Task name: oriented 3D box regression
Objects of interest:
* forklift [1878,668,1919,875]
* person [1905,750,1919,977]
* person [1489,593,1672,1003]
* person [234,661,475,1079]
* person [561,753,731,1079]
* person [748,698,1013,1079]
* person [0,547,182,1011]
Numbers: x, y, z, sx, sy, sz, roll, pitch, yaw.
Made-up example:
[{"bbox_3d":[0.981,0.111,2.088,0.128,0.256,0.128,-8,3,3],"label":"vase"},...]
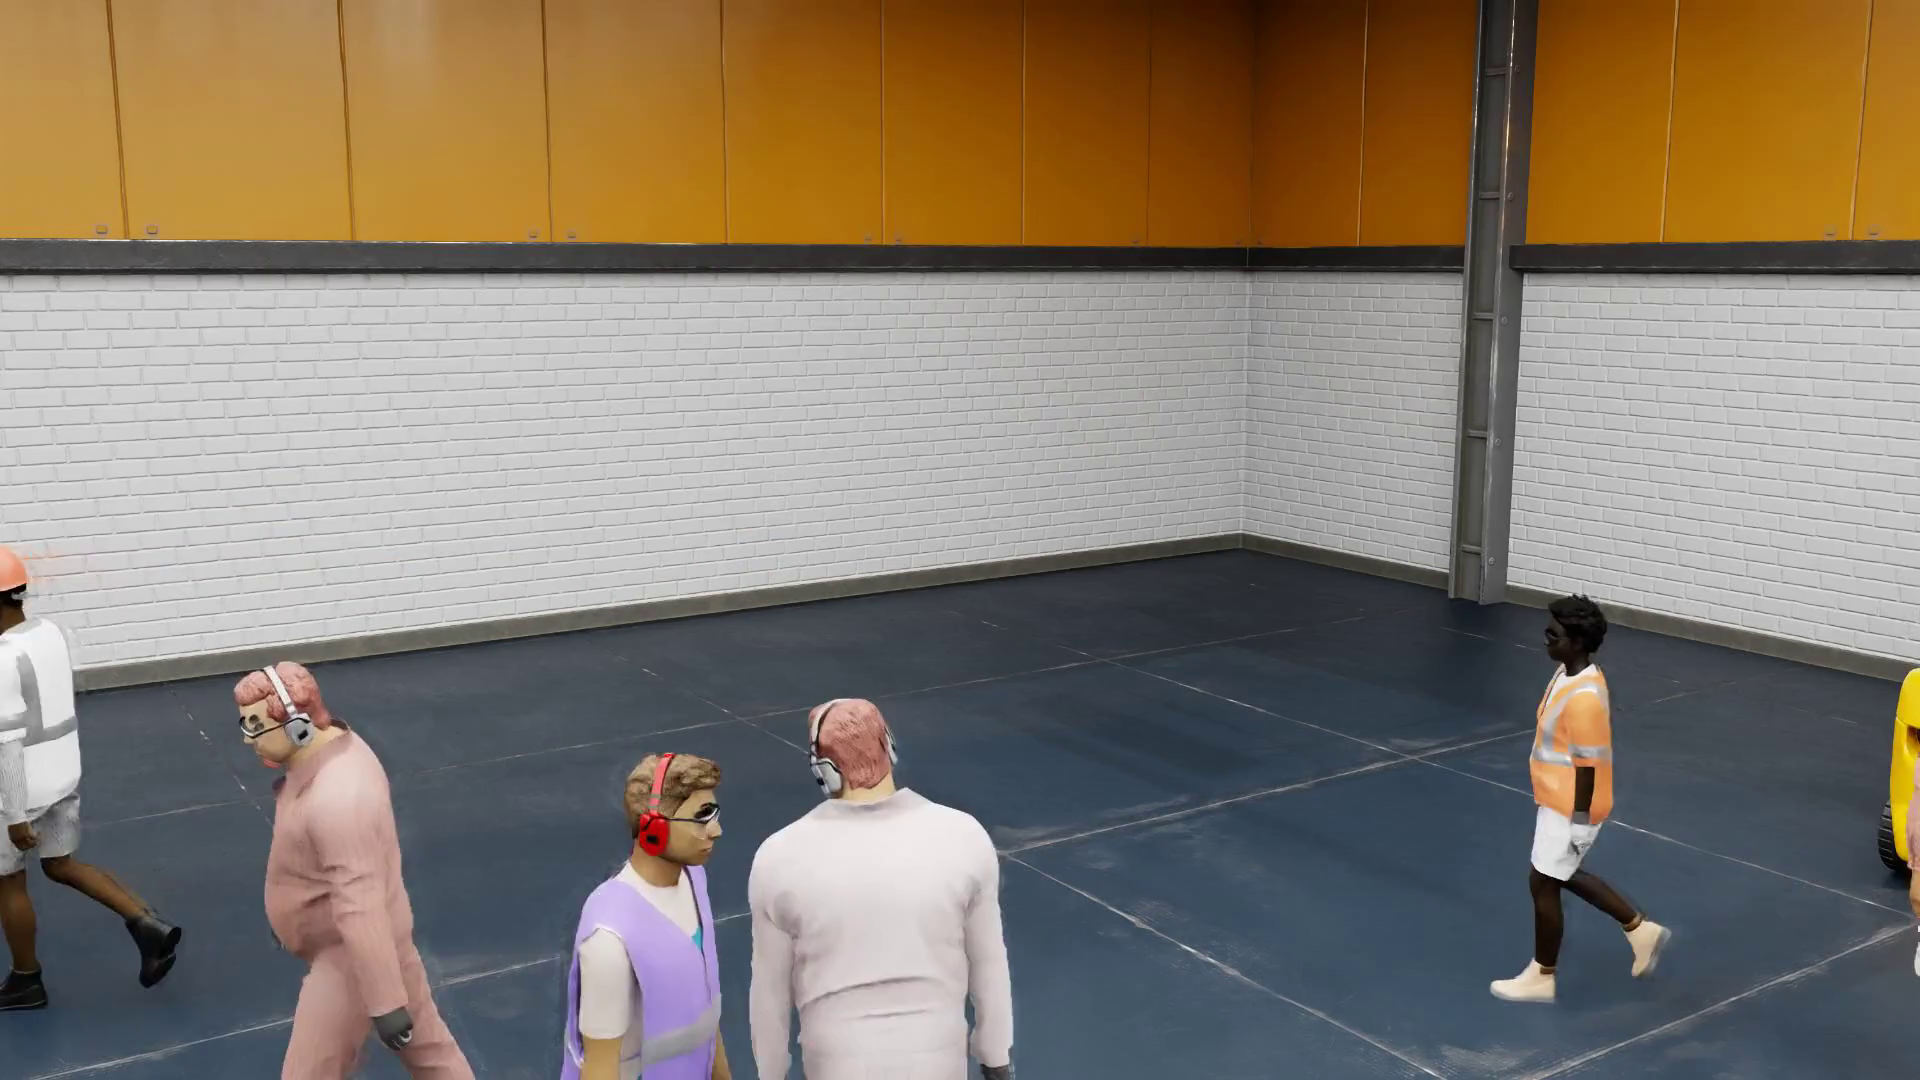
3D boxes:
[{"bbox_3d":[5.511,0.571,7.906,2.313,2.155,1.214,-6,11,-33],"label":"forklift"},{"bbox_3d":[3.456,1.082,5.467,0.619,1.982,0.597,1,10,8],"label":"person"},{"bbox_3d":[2.505,1.039,6.611,0.615,1.678,0.534,3,10,16],"label":"person"},{"bbox_3d":[-1.852,1.232,5.009,0.964,1.839,0.790,-3,10,-17],"label":"person"},{"bbox_3d":[-0.657,1.400,4.012,0.729,1.817,0.591,1,9,7],"label":"person"},{"bbox_3d":[-0.194,1.339,4.280,0.682,1.873,0.691,-1,10,-8],"label":"person"},{"bbox_3d":[-3.552,0.945,6.520,0.749,1.910,0.571,0,9,1],"label":"person"}]
